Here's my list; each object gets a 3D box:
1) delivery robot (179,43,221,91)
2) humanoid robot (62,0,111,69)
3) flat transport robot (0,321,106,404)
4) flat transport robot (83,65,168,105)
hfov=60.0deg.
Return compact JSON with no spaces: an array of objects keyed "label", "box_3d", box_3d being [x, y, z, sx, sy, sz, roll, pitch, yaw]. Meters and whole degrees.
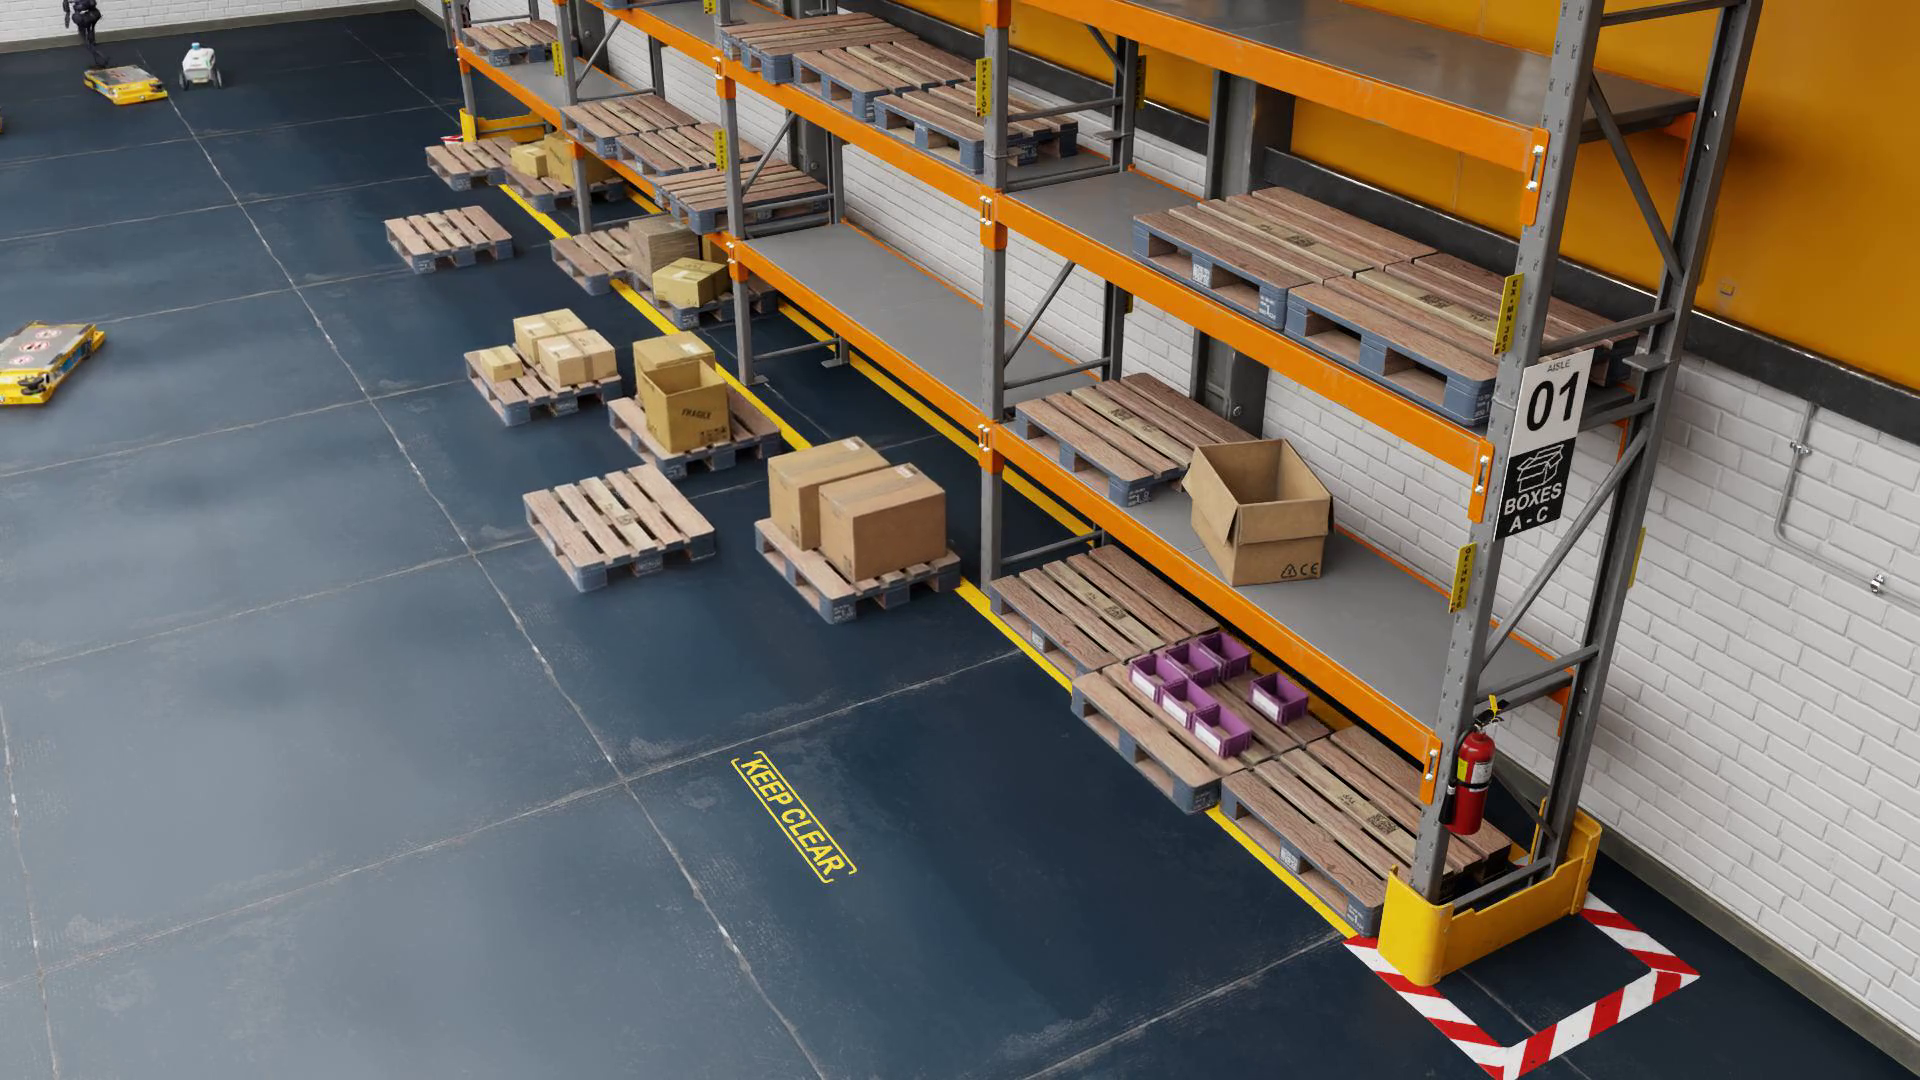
[{"label":"delivery robot","box_3d":[-10.424,-6.494,22.813,0.499,0.602,0.795,-8,30,-13]},{"label":"humanoid robot","box_3d":[-12.253,-7.449,23.362,0.526,1.626,0.600,9,31,16]},{"label":"flat transport robot","box_3d":[-7.977,-1.537,14.346,0.659,0.231,1.431,-2,30,-4]},{"label":"flat transport robot","box_3d":[-11.311,-6.166,22.517,0.659,0.231,1.431,-23,37,-35]}]
